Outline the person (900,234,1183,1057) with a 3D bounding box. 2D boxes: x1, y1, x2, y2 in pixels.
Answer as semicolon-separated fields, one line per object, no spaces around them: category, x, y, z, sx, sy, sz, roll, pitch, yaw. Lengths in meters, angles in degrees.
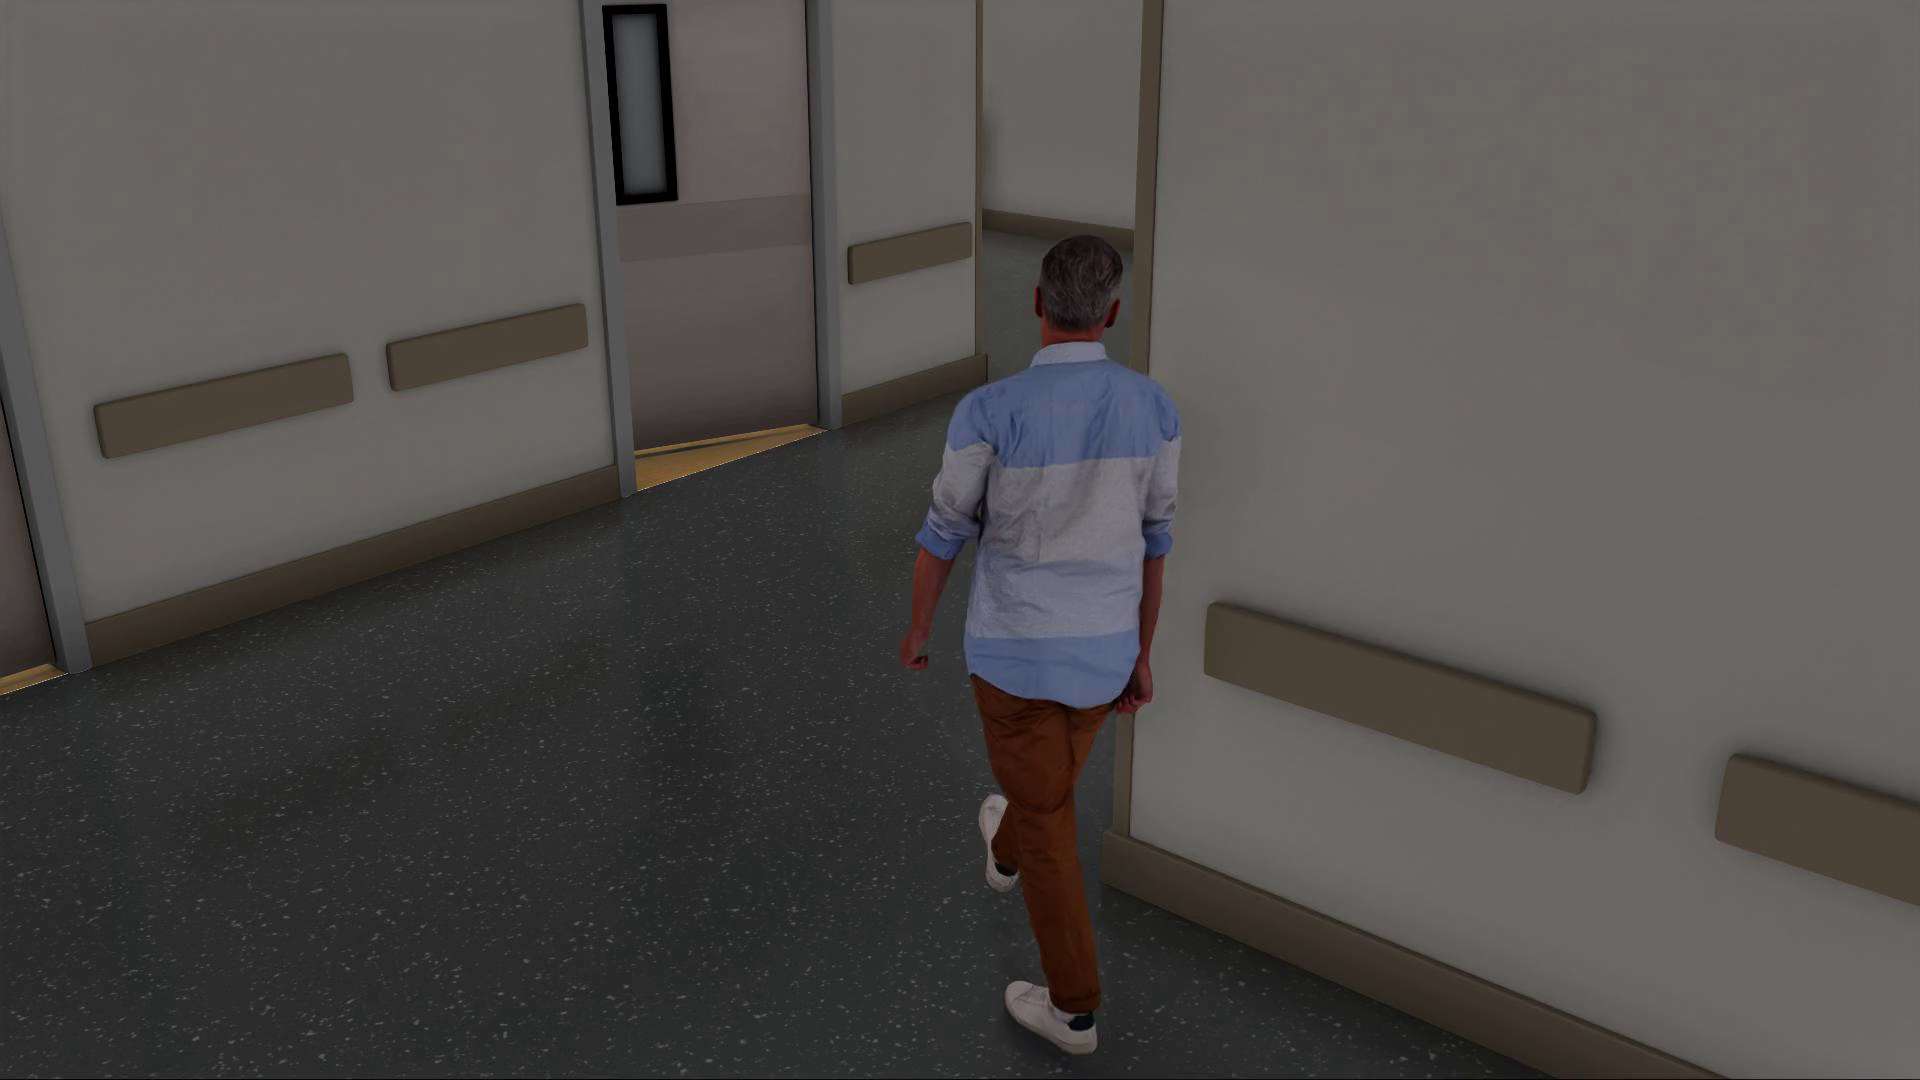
person;0.247;0.292;3.647;1.192;1.764;1.106;-9;23;-23
